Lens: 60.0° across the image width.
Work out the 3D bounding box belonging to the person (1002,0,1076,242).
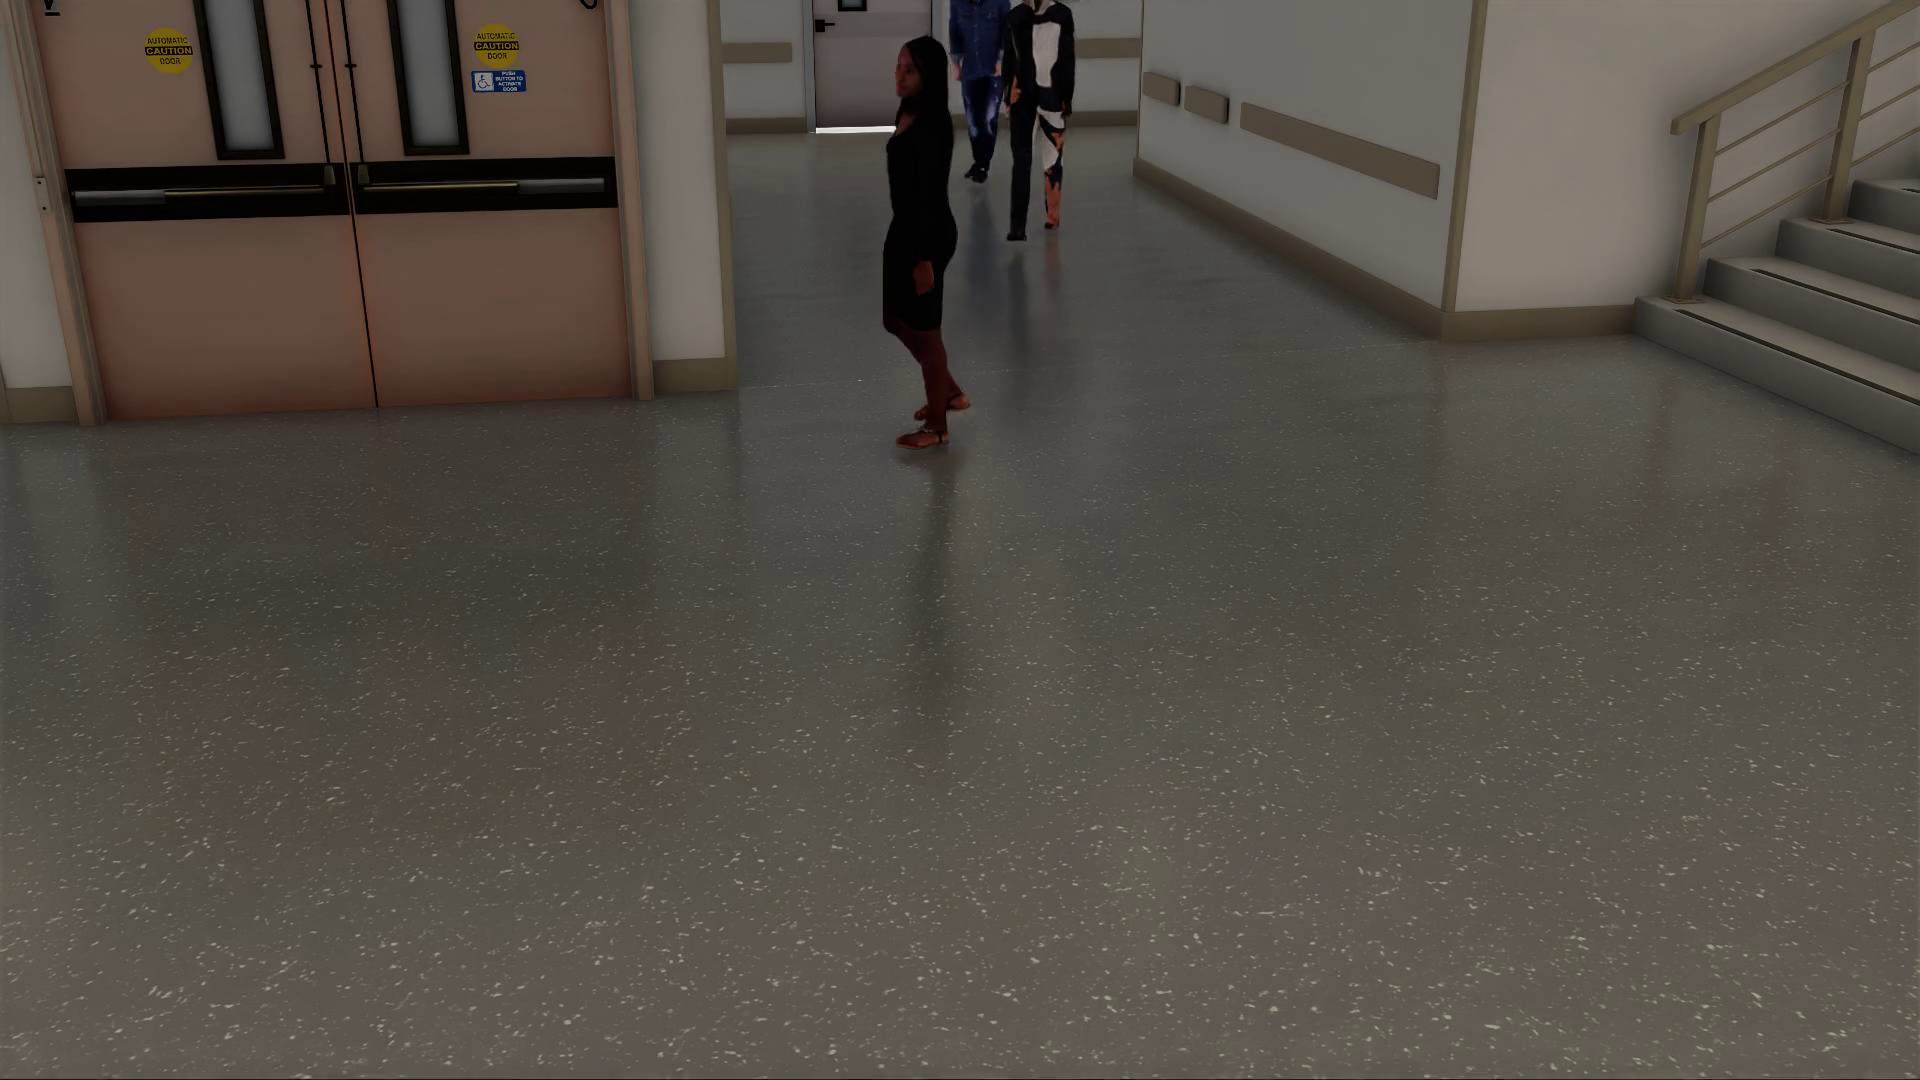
[{"bbox_3d":[0.572,-3.003,11.451,1.231,1.846,1.013,4,21,10],"label":"person"}]

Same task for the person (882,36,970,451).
[{"bbox_3d":[-0.144,-1.190,6.862,0.674,1.705,0.739,-3,21,-8],"label":"person"}]

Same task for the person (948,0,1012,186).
[{"bbox_3d":[0.224,-3.828,13.732,1.084,1.774,1.070,9,23,24],"label":"person"}]
